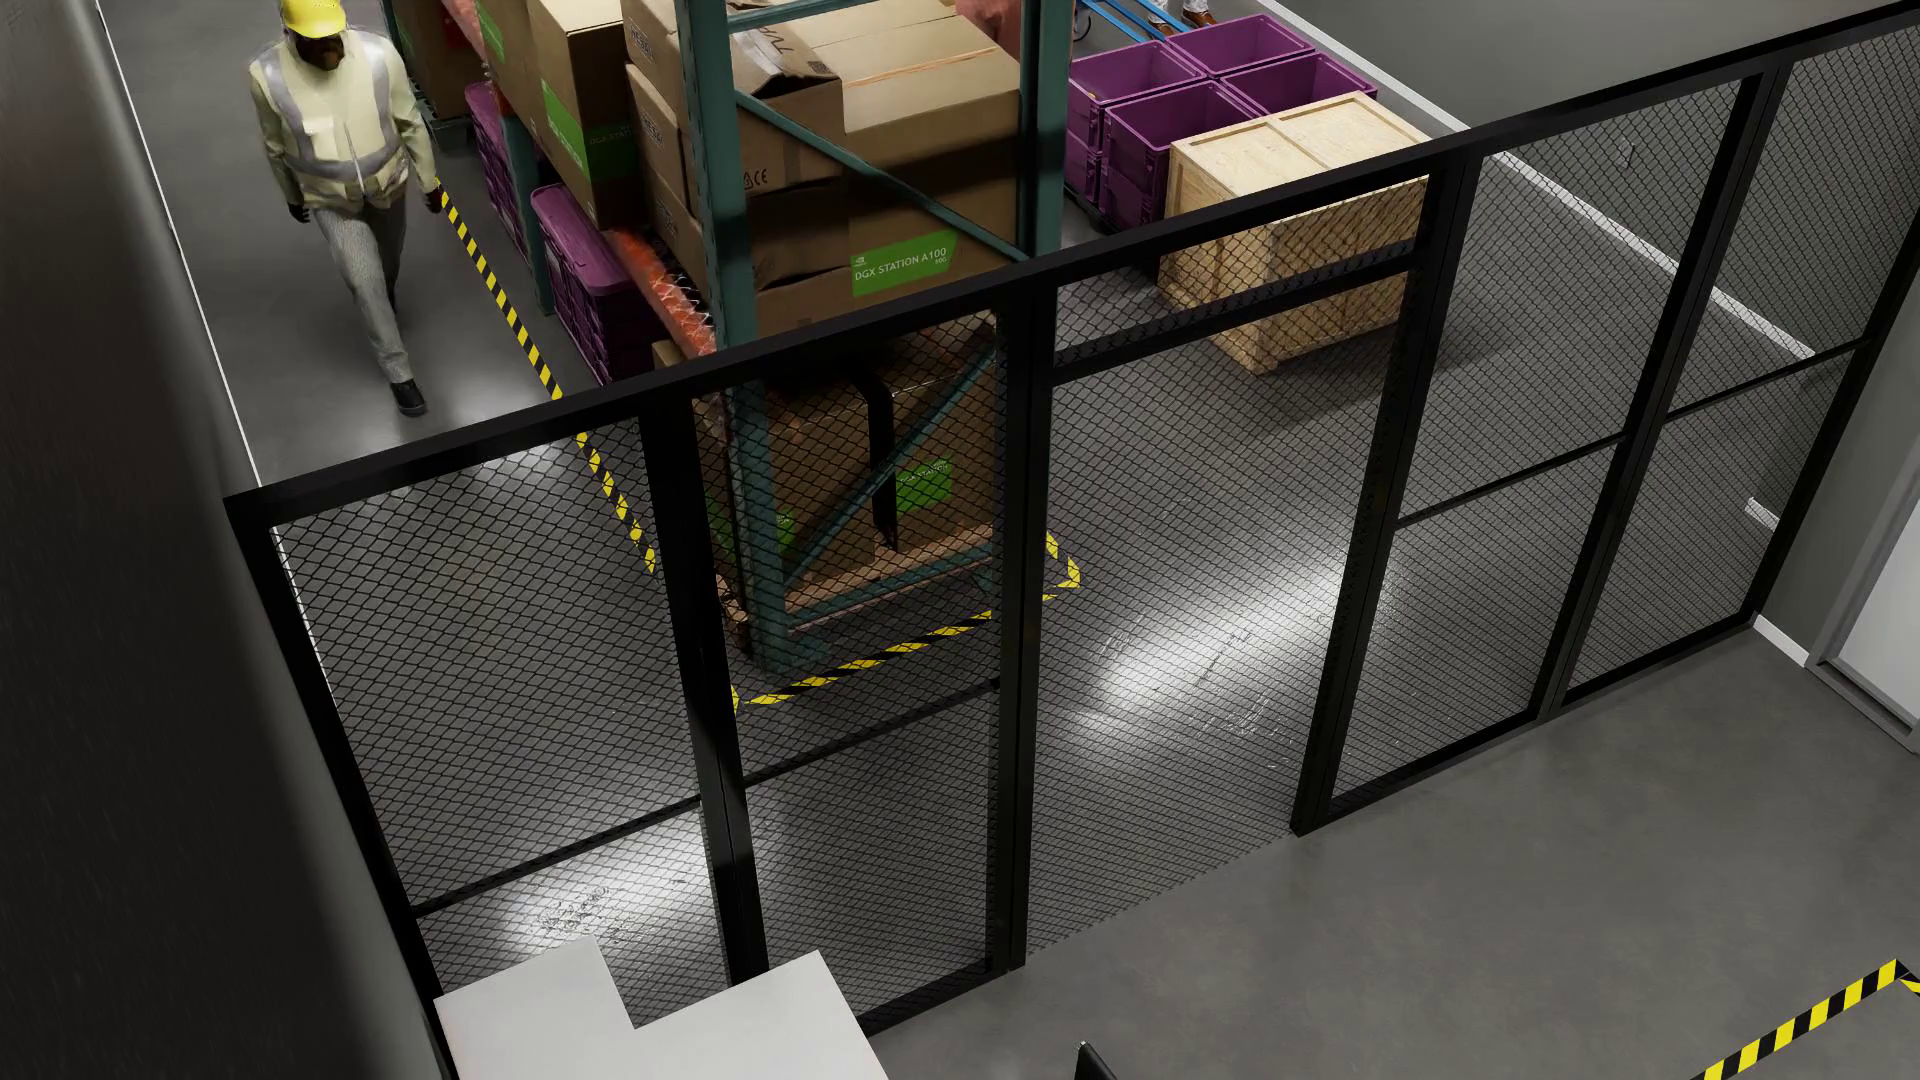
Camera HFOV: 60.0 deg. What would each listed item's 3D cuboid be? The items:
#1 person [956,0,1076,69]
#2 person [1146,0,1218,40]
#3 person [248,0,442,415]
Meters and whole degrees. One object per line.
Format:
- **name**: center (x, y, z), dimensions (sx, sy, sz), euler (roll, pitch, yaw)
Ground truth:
- **person**: center (0.211, -1.807, 6.879), dimensions (0.612, 1.997, 0.379), euler (-29, 50, -28)
- **person**: center (1.270, -3.624, 8.910), dimensions (0.633, 1.939, 0.368), euler (-22, 47, -22)
- **person**: center (-2.441, -1.487, 6.695), dimensions (0.604, 1.782, 0.953), euler (-22, 47, -22)
